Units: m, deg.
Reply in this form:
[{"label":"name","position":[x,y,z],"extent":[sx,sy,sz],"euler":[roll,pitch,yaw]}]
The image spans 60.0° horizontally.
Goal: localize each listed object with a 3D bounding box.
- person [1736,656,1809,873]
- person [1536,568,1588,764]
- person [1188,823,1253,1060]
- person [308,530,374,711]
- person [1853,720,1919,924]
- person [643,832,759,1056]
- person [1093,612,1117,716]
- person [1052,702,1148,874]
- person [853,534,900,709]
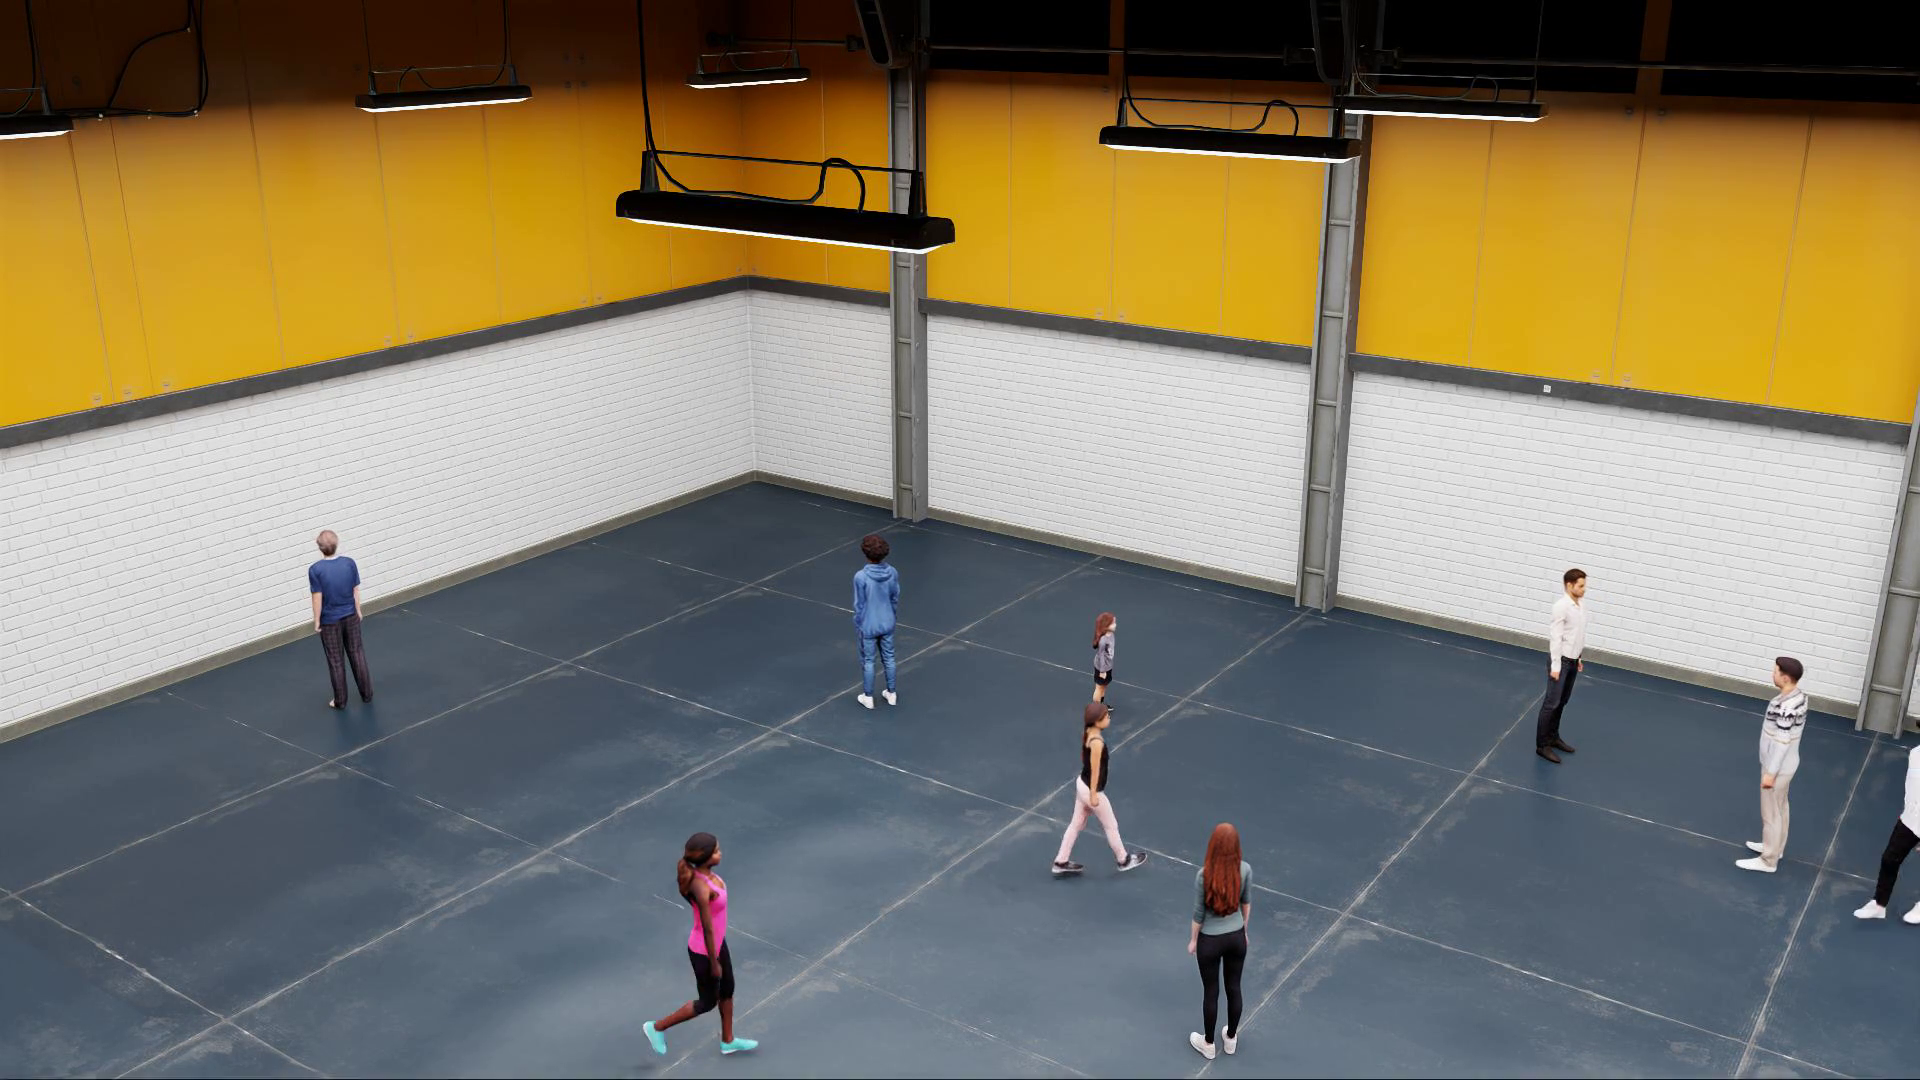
[{"label":"person","position":[6.774,1.840,13.740],"extent":[0.531,1.859,0.685],"euler":[13,23,34]},{"label":"person","position":[5.711,1.156,15.758],"extent":[0.689,1.869,0.593],"euler":[-18,25,-42]},{"label":"person","position":[1.776,2.721,11.307],"extent":[0.670,1.742,0.724],"euler":[-4,19,-12]},{"label":"person","position":[-6.284,0.793,16.832],"extent":[0.714,1.871,0.634],"euler":[-15,24,-38]},{"label":"person","position":[7.555,2.167,12.889],"extent":[0.974,1.782,0.962],"euler":[-7,20,-20]},{"label":"person","position":[-1.783,2.774,11.216],"extent":[1.049,1.702,0.916],"euler":[-1,19,-3]},{"label":"person","position":[1.441,1.235,16.719],"extent":[0.508,1.105,0.509],"euler":[6,20,18]},{"label":"person","position":[1.015,2.067,13.599],"extent":[1.019,1.520,0.989],"euler":[-4,19,-12]},{"label":"person","position":[-0.849,0.822,16.848],"extent":[0.747,1.807,0.729],"euler":[-10,21,-27]}]
